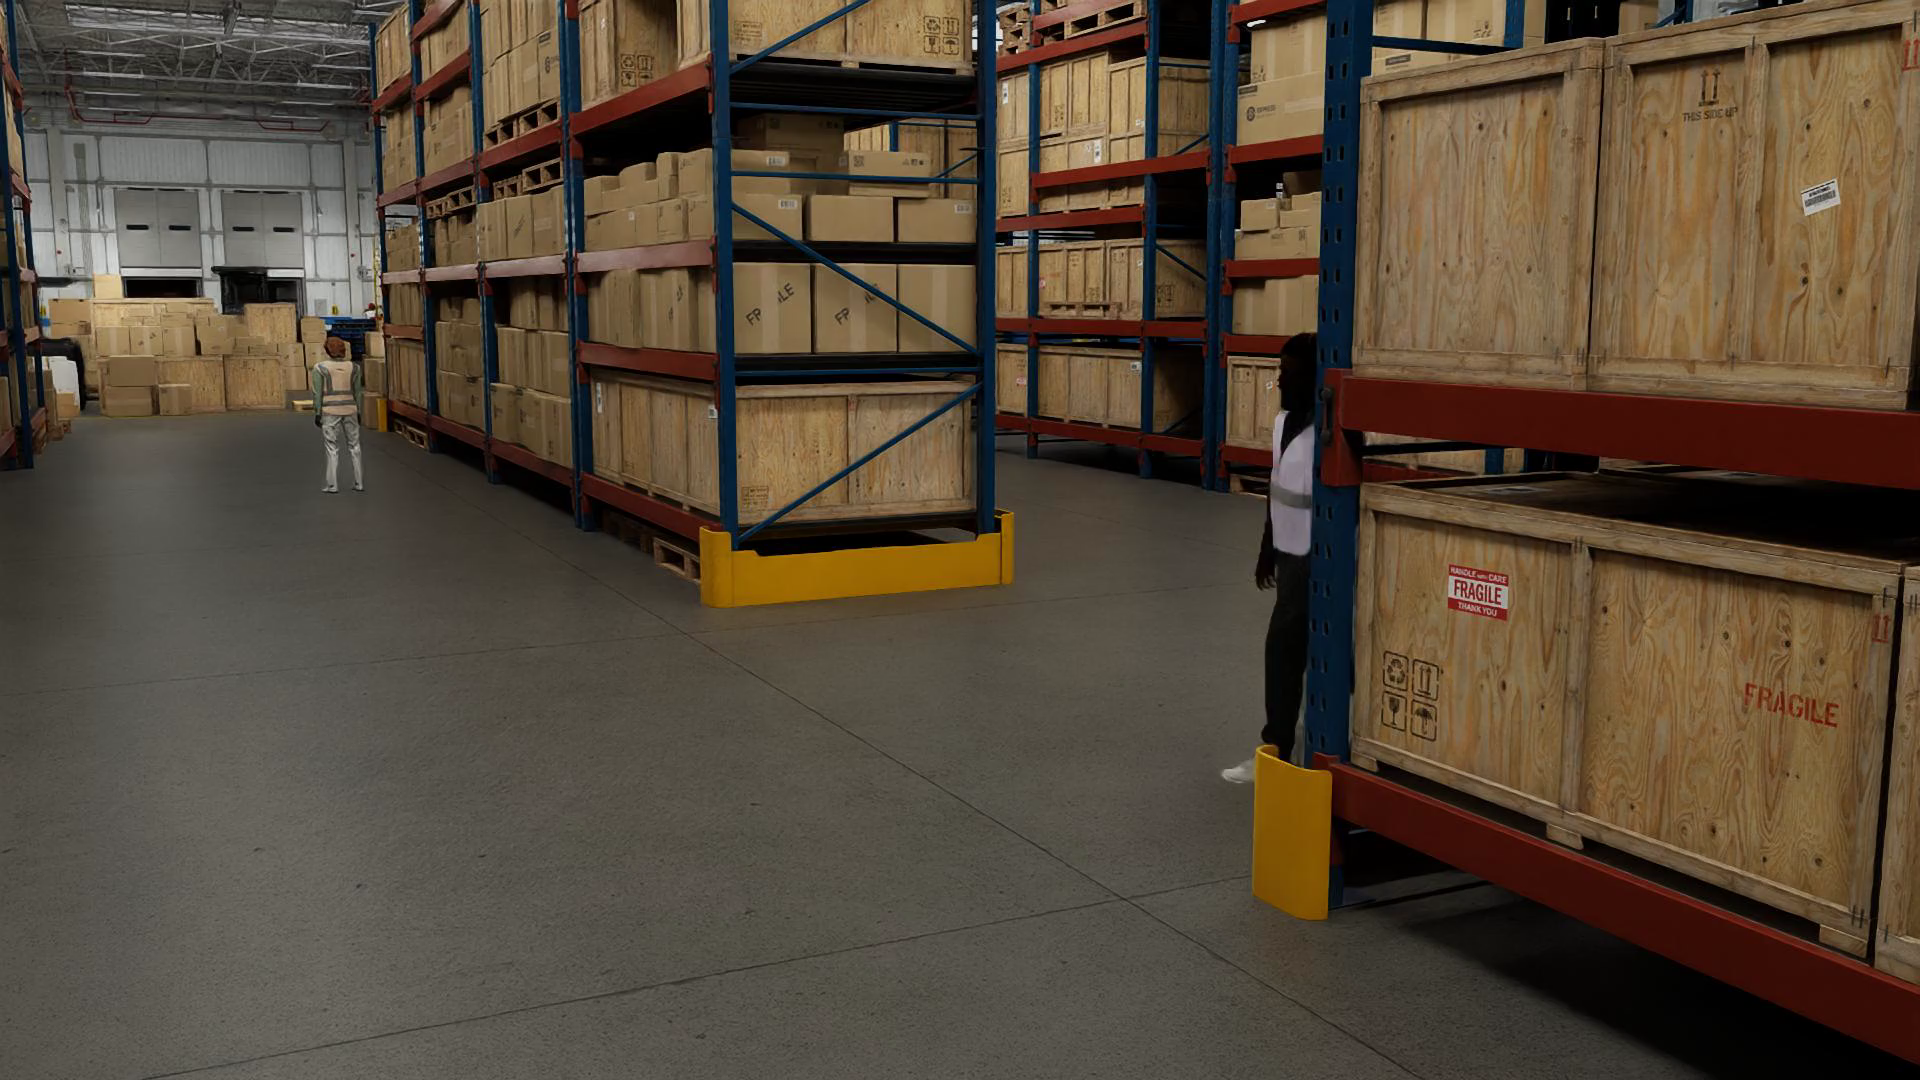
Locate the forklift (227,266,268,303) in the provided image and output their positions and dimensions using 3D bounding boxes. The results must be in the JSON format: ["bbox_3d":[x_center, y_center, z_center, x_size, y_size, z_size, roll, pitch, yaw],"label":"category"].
[{"bbox_3d":[-17.707,-5.424,41.488,1.129,2.768,1.873,-1,8,-6],"label":"forklift"}]

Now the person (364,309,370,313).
[{"bbox_3d":[-22.736,-8.045,63.827,0.310,1.636,0.523,-1,8,-9],"label":"person"}]

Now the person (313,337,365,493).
[{"bbox_3d":[-6.483,-1.302,17.377,0.507,1.630,0.316,-8,11,-42],"label":"person"}]

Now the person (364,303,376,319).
[{"bbox_3d":[-20.634,-7.383,58.423,0.574,1.881,0.357,0,8,-2],"label":"person"}]

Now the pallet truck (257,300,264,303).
[{"bbox_3d":[-23.913,-7.404,58.171,1.885,1.965,0.823,-1,8,-9],"label":"pallet truck"}]

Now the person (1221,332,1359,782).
[{"bbox_3d":[1.525,0.071,7.005,0.817,1.893,0.598,-1,8,-9],"label":"person"}]
